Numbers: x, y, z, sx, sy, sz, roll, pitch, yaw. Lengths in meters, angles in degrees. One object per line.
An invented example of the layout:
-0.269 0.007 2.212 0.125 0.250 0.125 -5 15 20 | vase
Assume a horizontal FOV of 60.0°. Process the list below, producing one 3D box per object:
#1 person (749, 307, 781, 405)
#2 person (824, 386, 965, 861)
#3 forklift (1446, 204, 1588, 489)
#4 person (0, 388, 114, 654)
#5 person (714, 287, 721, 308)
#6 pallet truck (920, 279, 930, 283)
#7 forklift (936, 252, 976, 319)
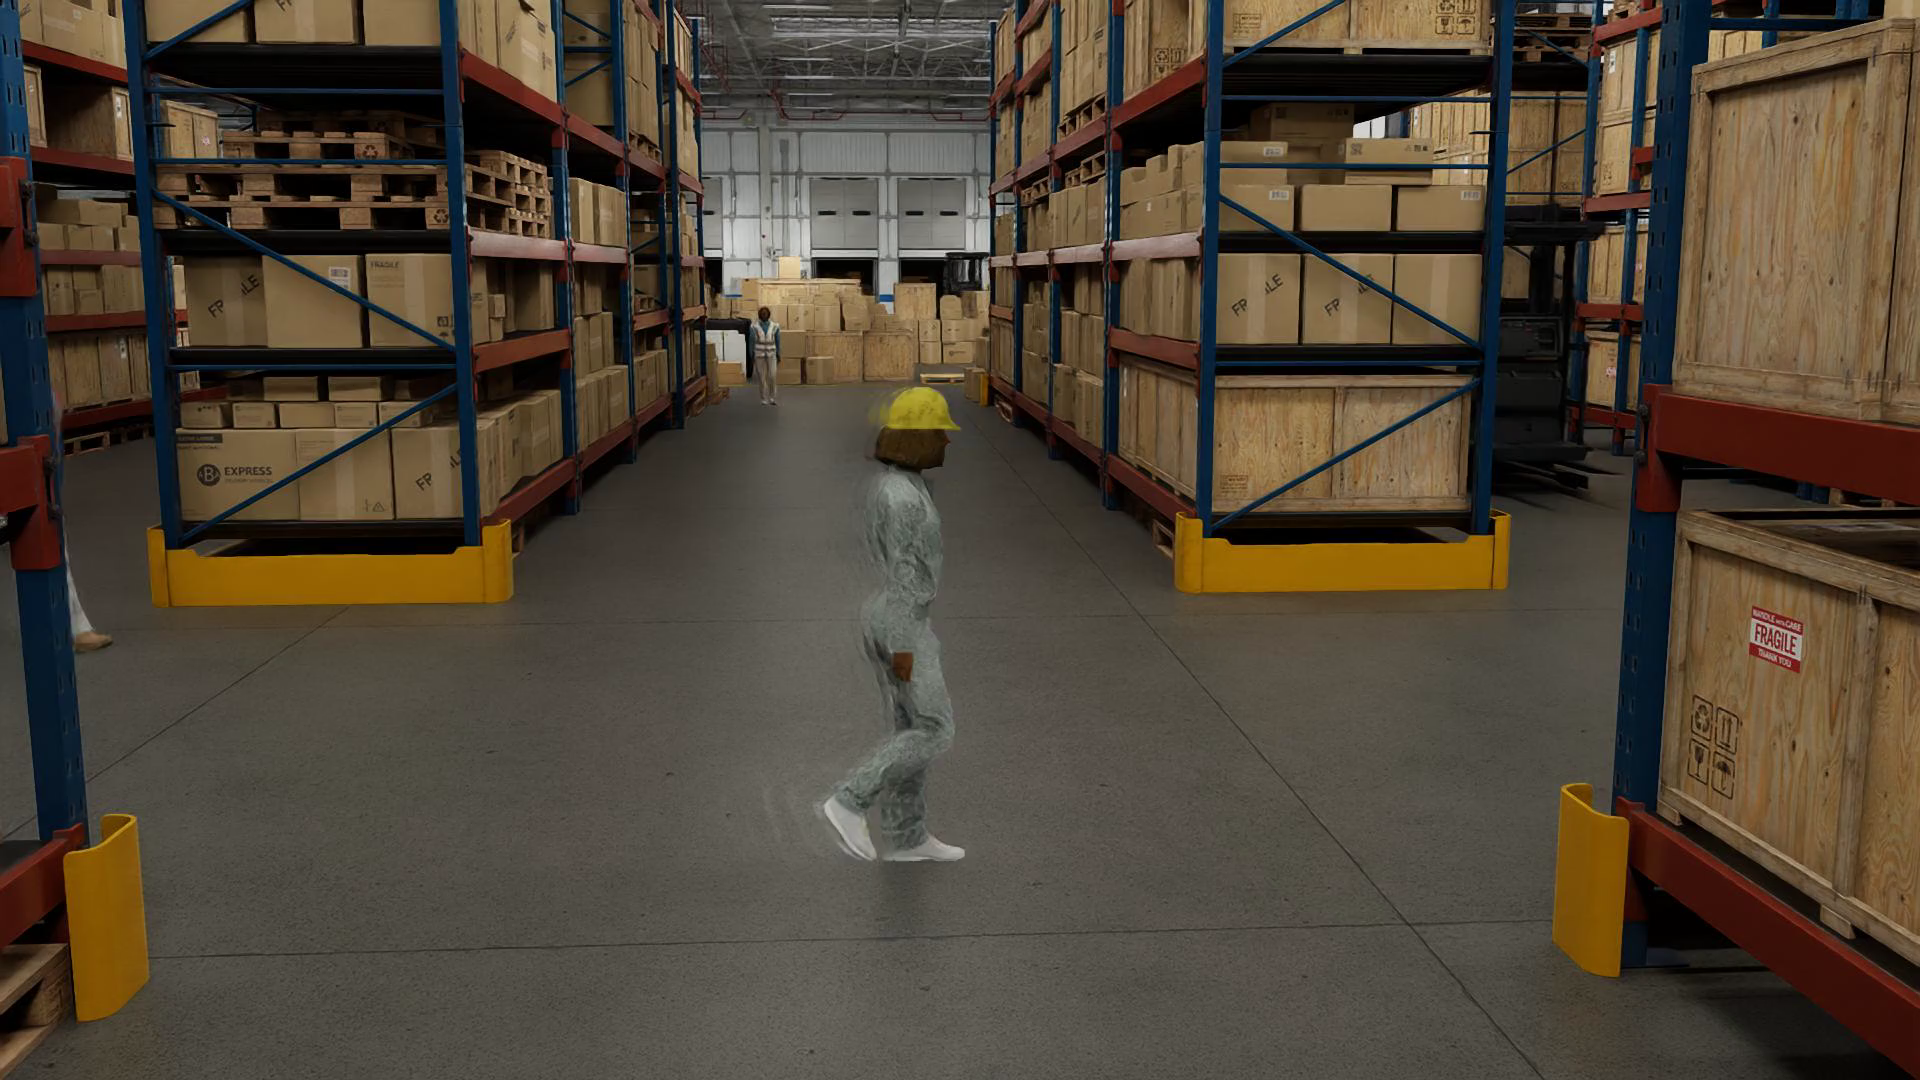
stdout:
-3.164 -2.977 27.011 0.536 1.593 0.835 -2 9 -11 | person
-0.201 0.321 5.895 0.424 1.727 0.510 0 9 1 | person
5.492 -1.995 16.857 1.129 2.768 1.873 -1 9 -4 | forklift
-5.255 -0.233 9.264 0.999 1.780 0.685 4 10 24 | person
-9.562 -9.228 66.085 0.817 1.668 0.537 1 9 9 | person
-0.932 -8.922 63.114 1.885 1.965 0.823 2 9 13 | pallet truck
0.018 -7.528 51.600 1.129 2.768 1.873 -4 10 -23 | forklift
